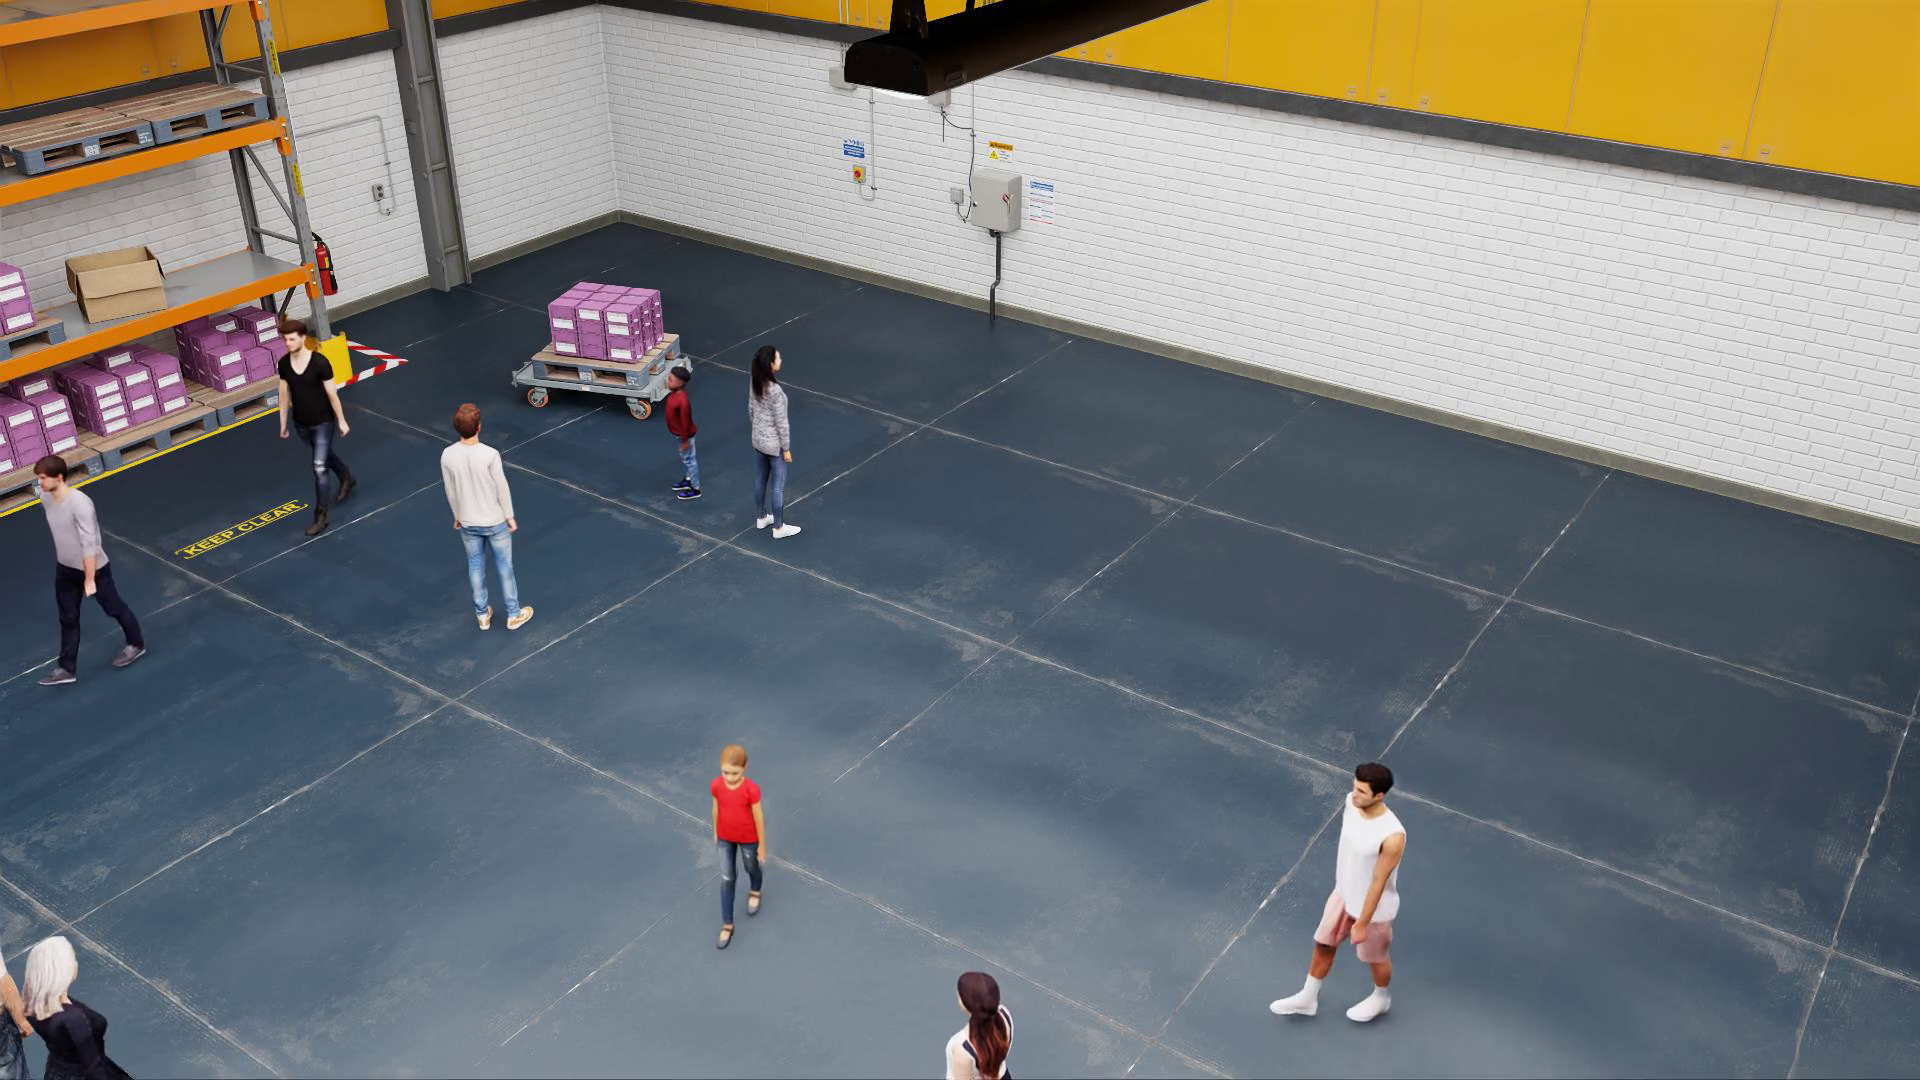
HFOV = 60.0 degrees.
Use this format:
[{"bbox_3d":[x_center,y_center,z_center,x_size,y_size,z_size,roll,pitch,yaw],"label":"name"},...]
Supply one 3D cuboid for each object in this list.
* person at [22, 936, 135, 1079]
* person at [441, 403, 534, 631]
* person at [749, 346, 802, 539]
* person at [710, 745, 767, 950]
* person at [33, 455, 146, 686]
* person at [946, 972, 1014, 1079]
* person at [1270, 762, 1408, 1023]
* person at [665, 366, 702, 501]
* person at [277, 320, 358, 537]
[{"bbox_3d":[-4.206,2.685,7.885,0.670,1.726,0.680,20,34,32],"label":"person"},{"bbox_3d":[-3.705,-0.165,12.923,0.754,1.905,0.759,2,29,4],"label":"person"},{"bbox_3d":[-1.645,-0.866,14.389,0.609,1.731,0.670,-22,36,-34],"label":"person"},{"bbox_3d":[-1.311,1.757,10.040,0.695,1.291,0.856,5,29,9],"label":"person"},{"bbox_3d":[-6.458,0.162,12.422,0.799,1.810,1.090,13,31,22],"label":"person"},{"bbox_3d":[0.112,2.708,7.926,0.598,1.647,0.455,19,34,31],"label":"person"},{"bbox_3d":[2.318,1.957,9.186,1.063,1.757,0.941,-11,31,-19],"label":"person"},{"bbox_3d":[-2.504,-0.993,15.121,0.621,1.254,0.579,-10,30,-17],"label":"person"},{"bbox_3d":[-5.631,-1.069,14.635,1.044,1.852,1.330,6,29,10],"label":"person"}]
